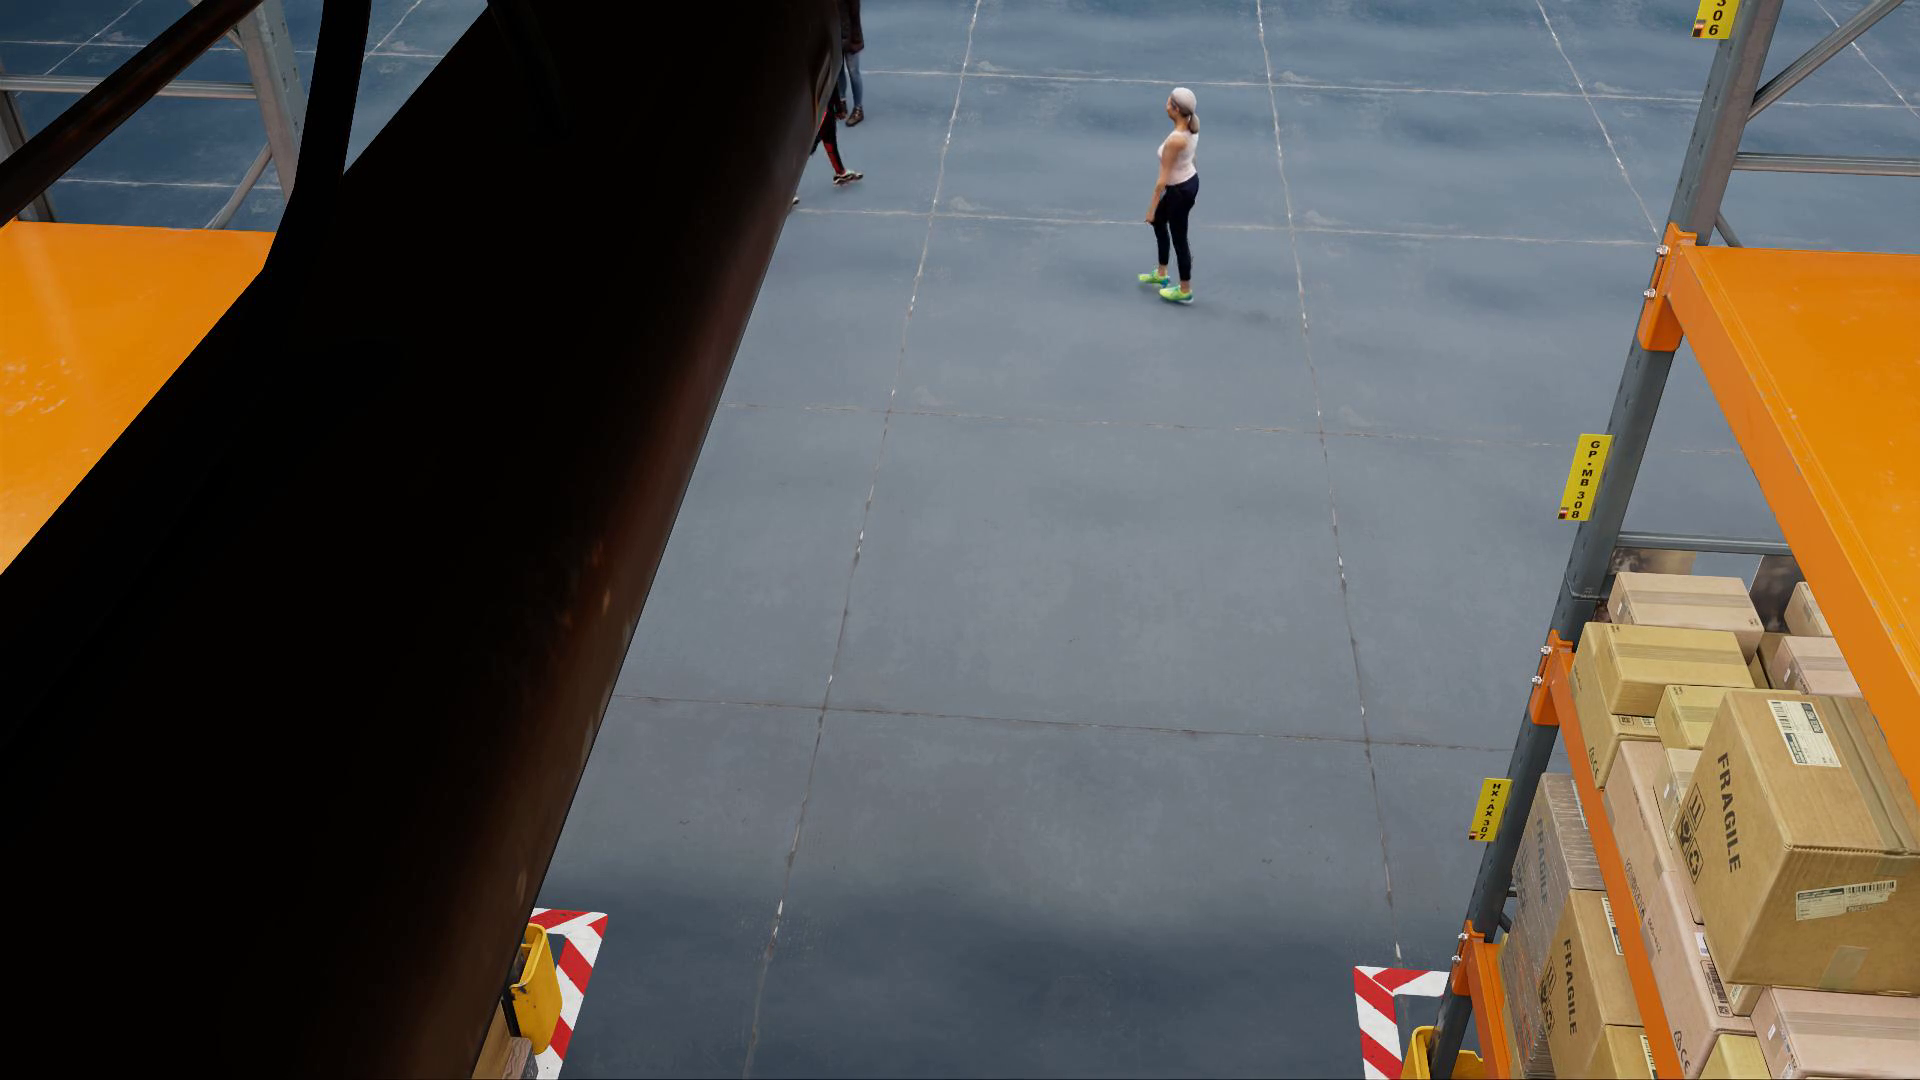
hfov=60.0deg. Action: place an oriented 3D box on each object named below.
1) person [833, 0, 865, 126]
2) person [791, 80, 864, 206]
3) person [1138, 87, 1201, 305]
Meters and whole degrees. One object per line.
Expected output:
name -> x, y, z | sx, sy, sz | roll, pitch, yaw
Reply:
person -> -1.055, -4.582, 15.028 | 0.729, 1.634, 0.758 | 24, 44, 27
person -> -1.257, -3.588, 13.648 | 1.214, 1.768, 1.188 | -25, 45, -29
person -> 1.706, -2.519, 12.346 | 0.829, 1.689, 0.777 | 18, 41, 21
